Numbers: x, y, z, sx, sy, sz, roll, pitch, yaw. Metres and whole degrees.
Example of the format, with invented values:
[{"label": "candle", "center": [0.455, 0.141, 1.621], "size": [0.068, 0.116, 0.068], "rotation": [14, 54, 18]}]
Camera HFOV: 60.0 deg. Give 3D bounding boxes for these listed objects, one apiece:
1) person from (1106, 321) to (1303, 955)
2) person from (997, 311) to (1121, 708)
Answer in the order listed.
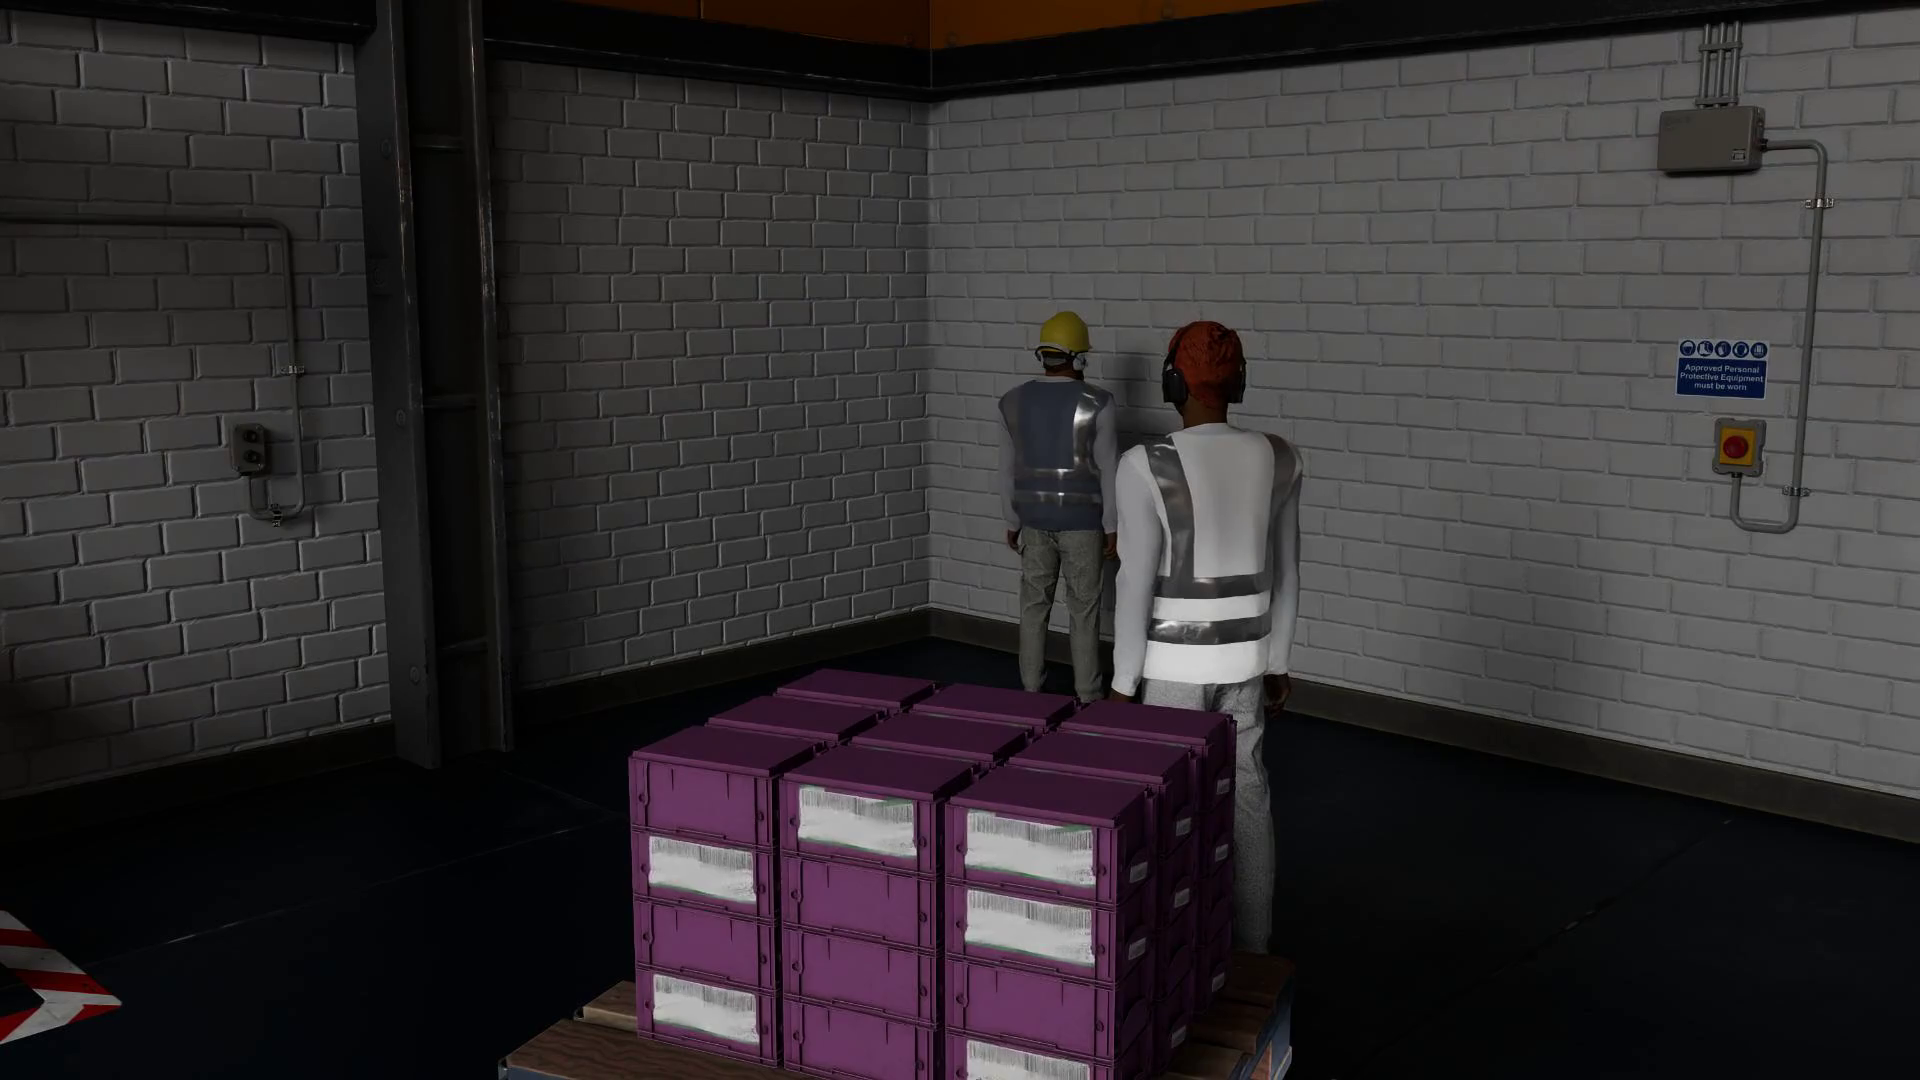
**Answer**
[{"label": "person", "center": [0.667, 0.346, 4.570], "size": [0.585, 1.882, 0.337], "rotation": [-4, 10, -24]}, {"label": "person", "center": [0.466, -0.103, 7.474], "size": [0.586, 1.835, 0.403], "rotation": [5, 10, 26]}]
